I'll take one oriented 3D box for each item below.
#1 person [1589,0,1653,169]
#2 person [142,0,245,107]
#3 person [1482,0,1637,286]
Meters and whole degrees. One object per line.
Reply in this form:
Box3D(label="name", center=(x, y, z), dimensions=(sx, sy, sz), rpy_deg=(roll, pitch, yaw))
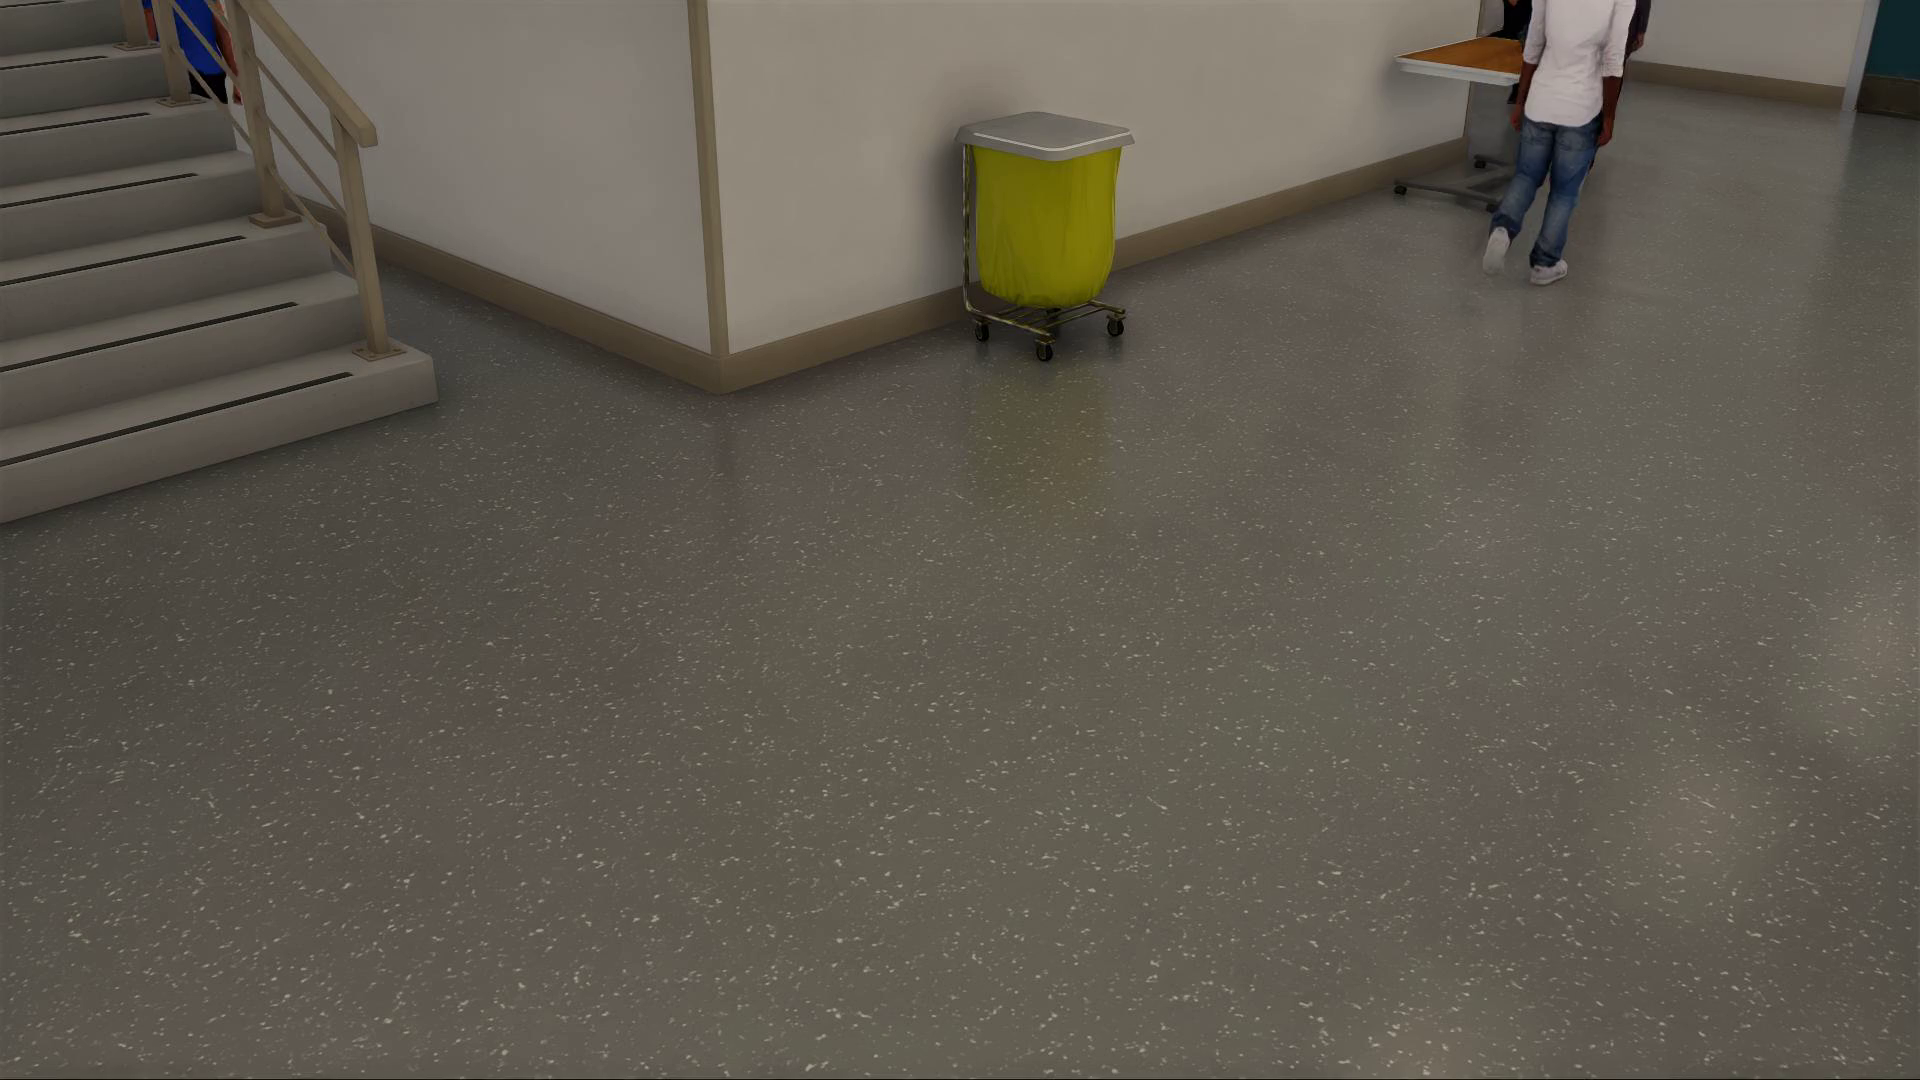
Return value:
Box3D(label="person", center=(4.043, -3.147, 10.348), dimensions=(1.105, 1.664, 1.028), rpy_deg=(6, 26, 13))
Box3D(label="person", center=(-4.000, -2.360, 8.504), dimensions=(0.756, 1.849, 0.730), rpy_deg=(12, 28, 23))
Box3D(label="person", center=(2.877, -2.077, 7.996), dimensions=(0.854, 1.779, 0.750), rpy_deg=(19, 32, 35))
